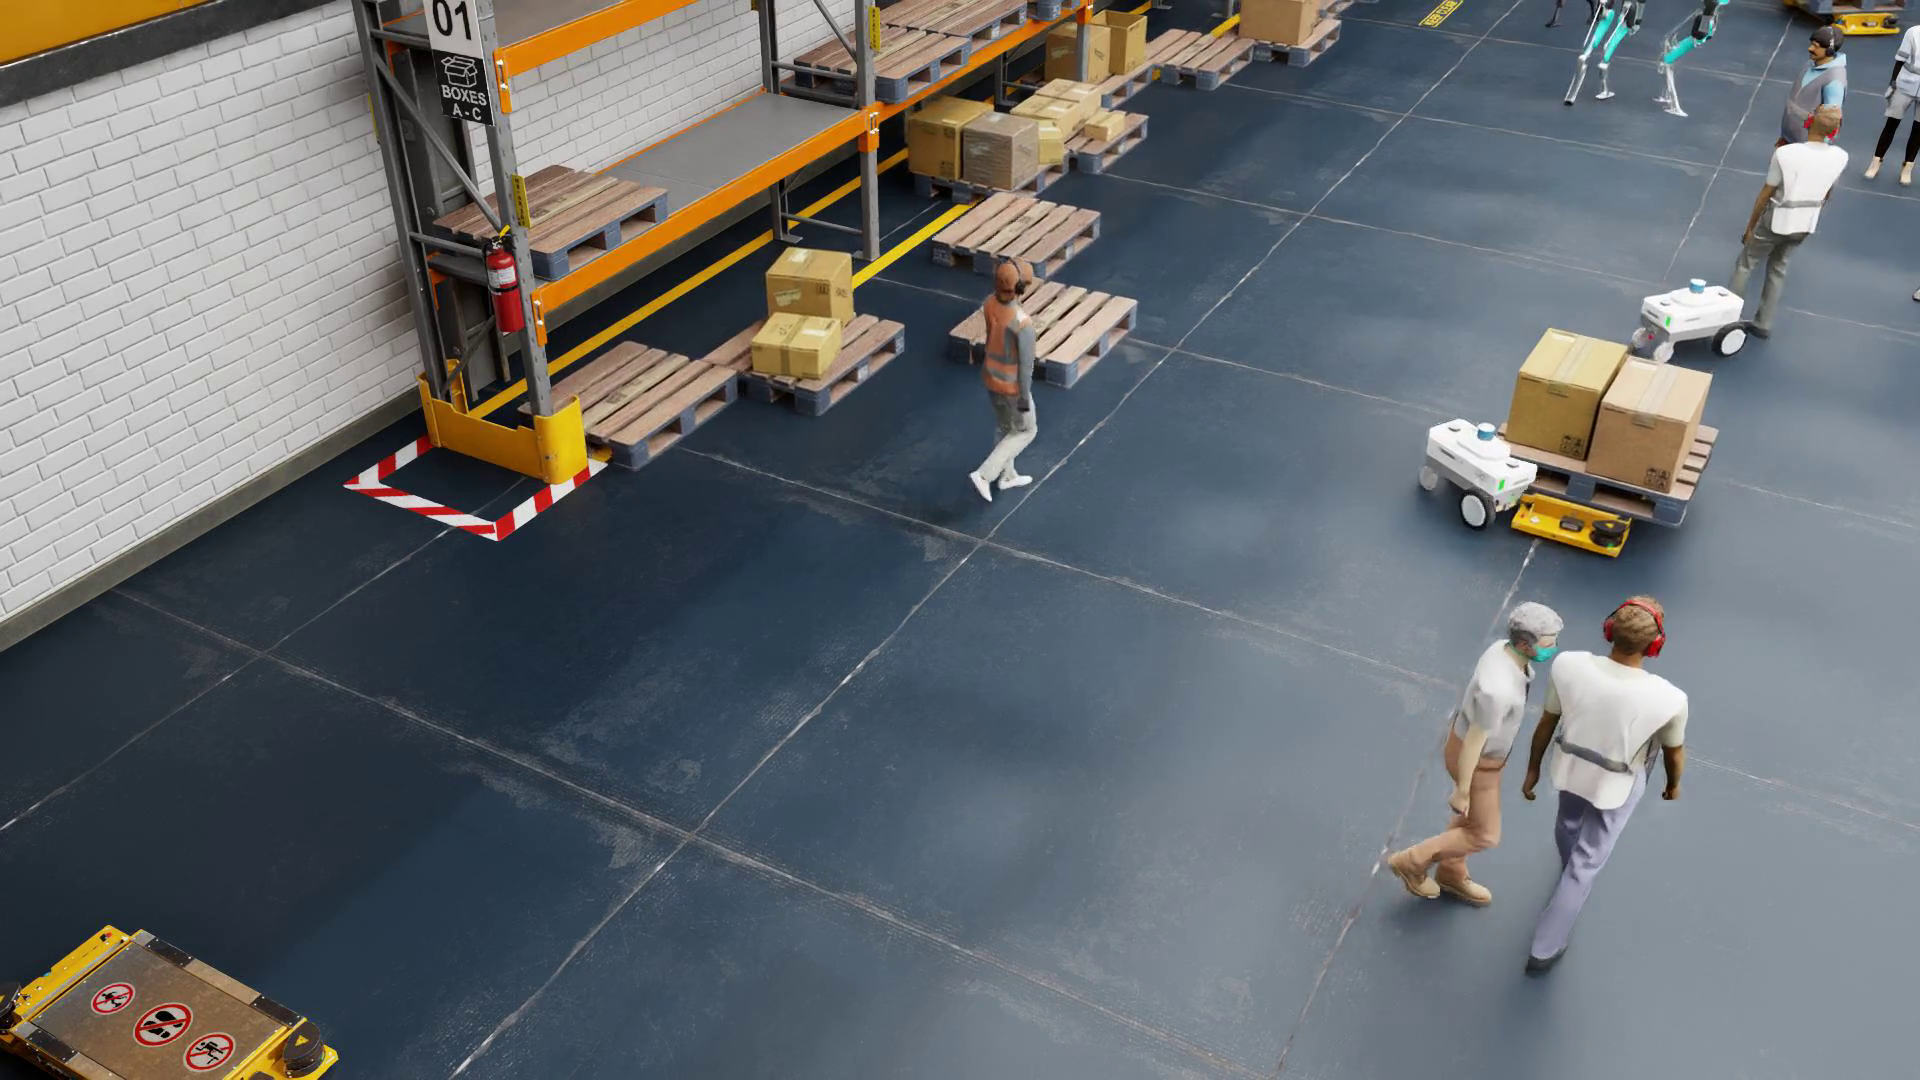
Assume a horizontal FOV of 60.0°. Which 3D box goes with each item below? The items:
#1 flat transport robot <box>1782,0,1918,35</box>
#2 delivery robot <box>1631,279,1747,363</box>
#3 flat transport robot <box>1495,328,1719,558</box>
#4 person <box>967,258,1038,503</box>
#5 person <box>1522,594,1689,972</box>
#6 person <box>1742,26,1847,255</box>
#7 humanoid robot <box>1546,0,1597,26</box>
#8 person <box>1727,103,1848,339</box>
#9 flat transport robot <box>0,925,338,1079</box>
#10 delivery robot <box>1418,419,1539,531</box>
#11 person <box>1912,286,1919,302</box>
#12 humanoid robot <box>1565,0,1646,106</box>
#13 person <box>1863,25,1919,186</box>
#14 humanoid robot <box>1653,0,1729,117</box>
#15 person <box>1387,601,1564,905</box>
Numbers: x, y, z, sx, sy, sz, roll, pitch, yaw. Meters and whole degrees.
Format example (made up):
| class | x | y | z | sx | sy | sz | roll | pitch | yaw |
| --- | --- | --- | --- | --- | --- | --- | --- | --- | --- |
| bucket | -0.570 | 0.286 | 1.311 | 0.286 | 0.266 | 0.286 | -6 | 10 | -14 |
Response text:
| class | x | y | z | sx | sy | sz | roll | pitch | yaw |
| --- | --- | --- | --- | --- | --- | --- | --- | --- | --- |
| flat transport robot | 10.374 | -6.240 | 19.589 | 0.659 | 0.231 | 1.431 | -3 | 34 | -4 |
| delivery robot | 5.461 | -1.649 | 12.401 | 0.797 | 0.613 | 0.499 | -10 | 35 | -15 |
| flat transport robot | 4.087 | -0.375 | 10.716 | 0.659 | 0.231 | 1.431 | 19 | 38 | 26 |
| person | 0.259 | -0.968 | 10.379 | 0.474 | 1.627 | 0.518 | -18 | 37 | -25 |
| person | 2.810 | 1.003 | 7.245 | 0.582 | 1.794 | 0.936 | 27 | 42 | 34 |
| person | 6.923 | -3.270 | 13.636 | 0.409 | 1.876 | 0.545 | -3 | 34 | -4 |
| humanoid robot | 7.206 | -6.740 | 19.106 | 0.768 | 1.629 | 0.602 | -15 | 36 | -22 |
| person | 6.053 | -2.360 | 12.315 | 0.615 | 1.817 | 0.621 | -5 | 34 | -7 |
| flat transport robot | -3.387 | 2.085 | 6.994 | 1.431 | 0.231 | 0.659 | 17 | 37 | 24 |
| delivery robot | 3.318 | -0.434 | 10.562 | 0.499 | 0.614 | 0.790 | -17 | 37 | -24 |
| person | 7.873 | -2.688 | 12.787 | 0.563 | 1.843 | 0.389 | 18 | 37 | 25 |
| humanoid robot | 6.478 | -5.202 | 16.763 | 0.798 | 1.866 | 0.538 | -24 | 41 | -32 |
| person | 8.627 | -4.047 | 14.973 | 0.531 | 1.697 | 0.320 | 18 | 37 | 25 |
| humanoid robot | 7.263 | -5.150 | 16.627 | 0.796 | 1.797 | 0.531 | 20 | 39 | 28 |
| person | 2.288 | 0.972 | 7.358 | 0.452 | 1.719 | 0.523 | 14 | 36 | 21 |
